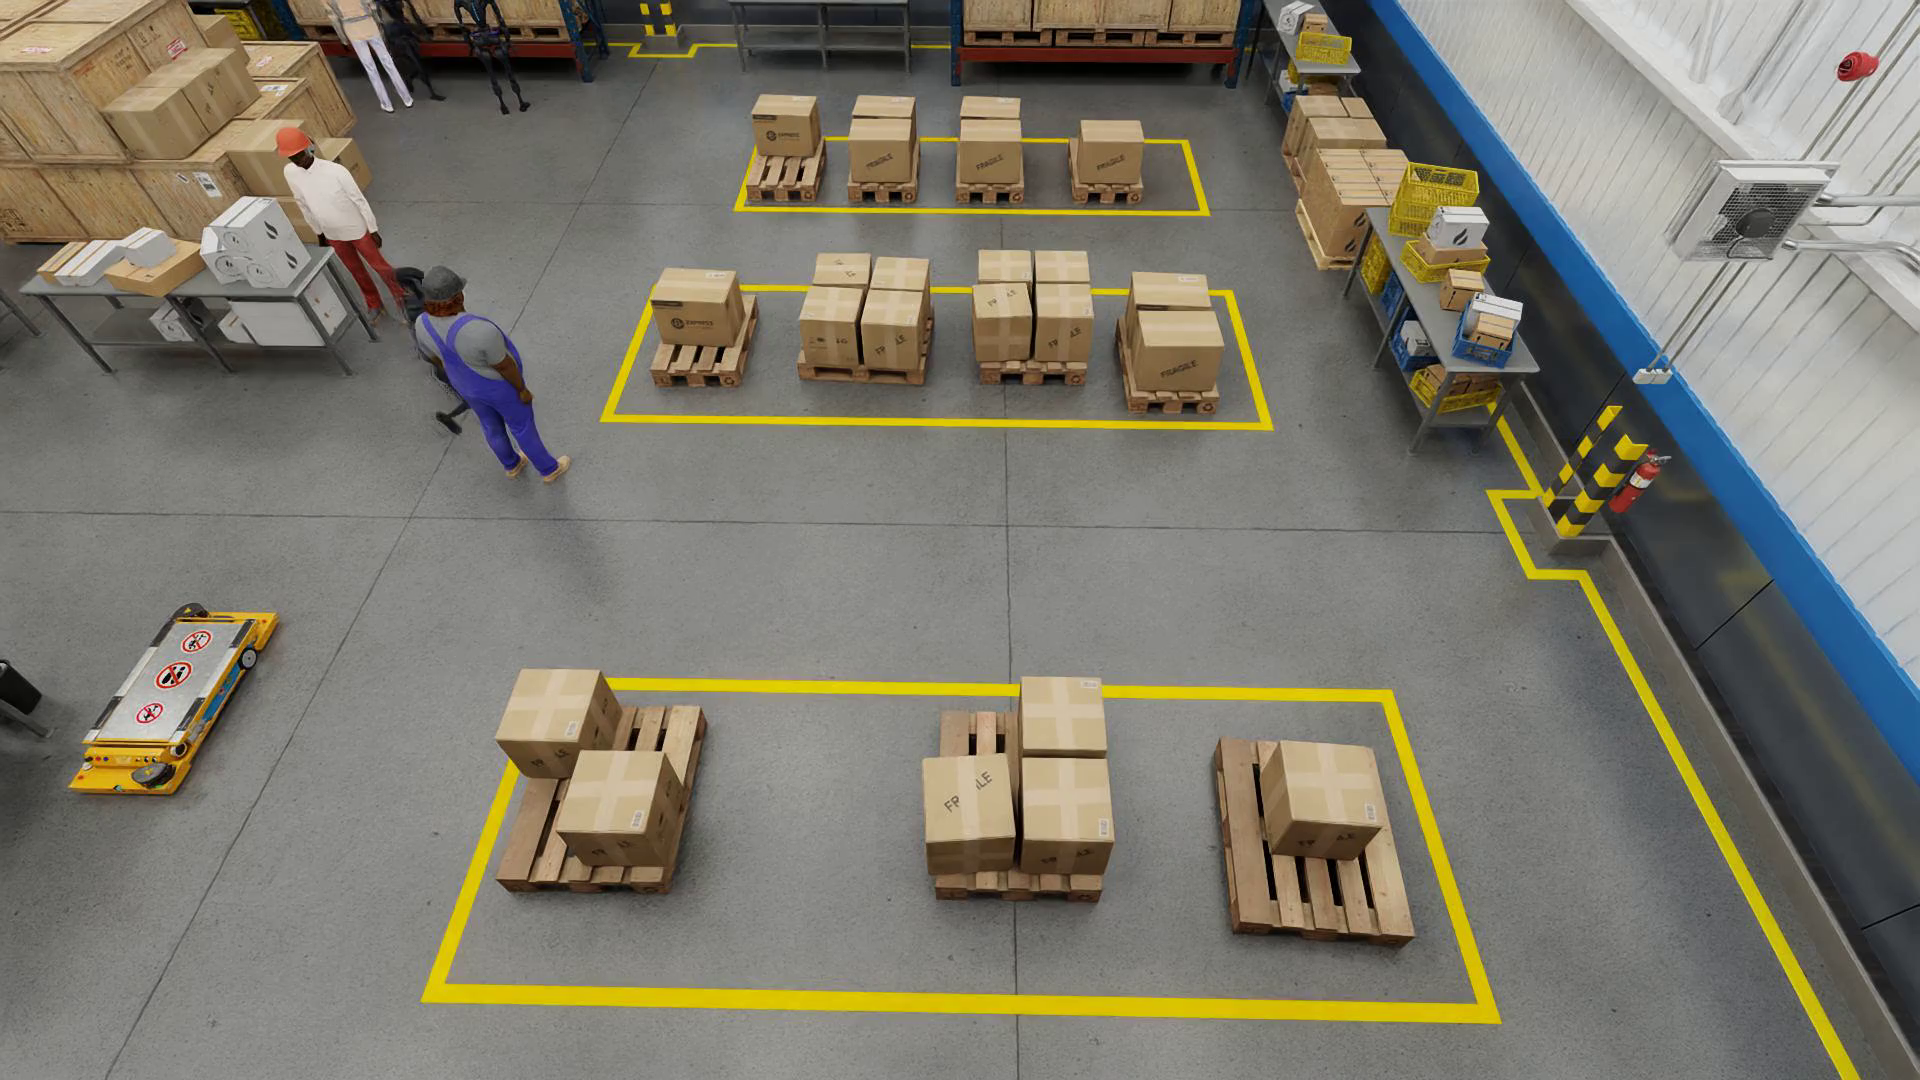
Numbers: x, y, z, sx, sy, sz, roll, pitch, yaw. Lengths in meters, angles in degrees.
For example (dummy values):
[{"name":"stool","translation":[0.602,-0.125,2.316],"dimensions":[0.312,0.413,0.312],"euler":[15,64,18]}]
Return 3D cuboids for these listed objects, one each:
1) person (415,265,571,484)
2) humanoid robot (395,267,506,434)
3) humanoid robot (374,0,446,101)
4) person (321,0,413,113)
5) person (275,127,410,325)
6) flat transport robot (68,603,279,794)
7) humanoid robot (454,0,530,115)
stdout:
[{"name":"person","translation":[-3.726,-1.293,7.302],"dimensions":[0.673,2.000,0.536],"euler":[11,51,9]},{"name":"humanoid robot","translation":[-4.389,-1.580,7.785],"dimensions":[0.470,1.649,0.581],"euler":[-2,50,-2]},{"name":"humanoid robot","translation":[-7.404,-6.718,12.141],"dimensions":[0.632,1.626,0.585],"euler":[12,51,10]},{"name":"person","translation":[-7.706,-6.544,11.818],"dimensions":[0.592,1.924,0.379],"euler":[-29,56,-22]},{"name":"person","translation":[-5.864,-2.952,8.734],"dimensions":[0.622,1.992,0.383],"euler":[0,50,0]},{"name":"flat transport robot","translation":[-5.504,1.072,6.442],"dimensions":[0.652,0.197,1.431],"euler":[1,50,1]},{"name":"humanoid robot","translation":[-6.095,-6.418,11.866],"dimensions":[0.595,1.657,0.326],"euler":[-13,51,-11]}]
